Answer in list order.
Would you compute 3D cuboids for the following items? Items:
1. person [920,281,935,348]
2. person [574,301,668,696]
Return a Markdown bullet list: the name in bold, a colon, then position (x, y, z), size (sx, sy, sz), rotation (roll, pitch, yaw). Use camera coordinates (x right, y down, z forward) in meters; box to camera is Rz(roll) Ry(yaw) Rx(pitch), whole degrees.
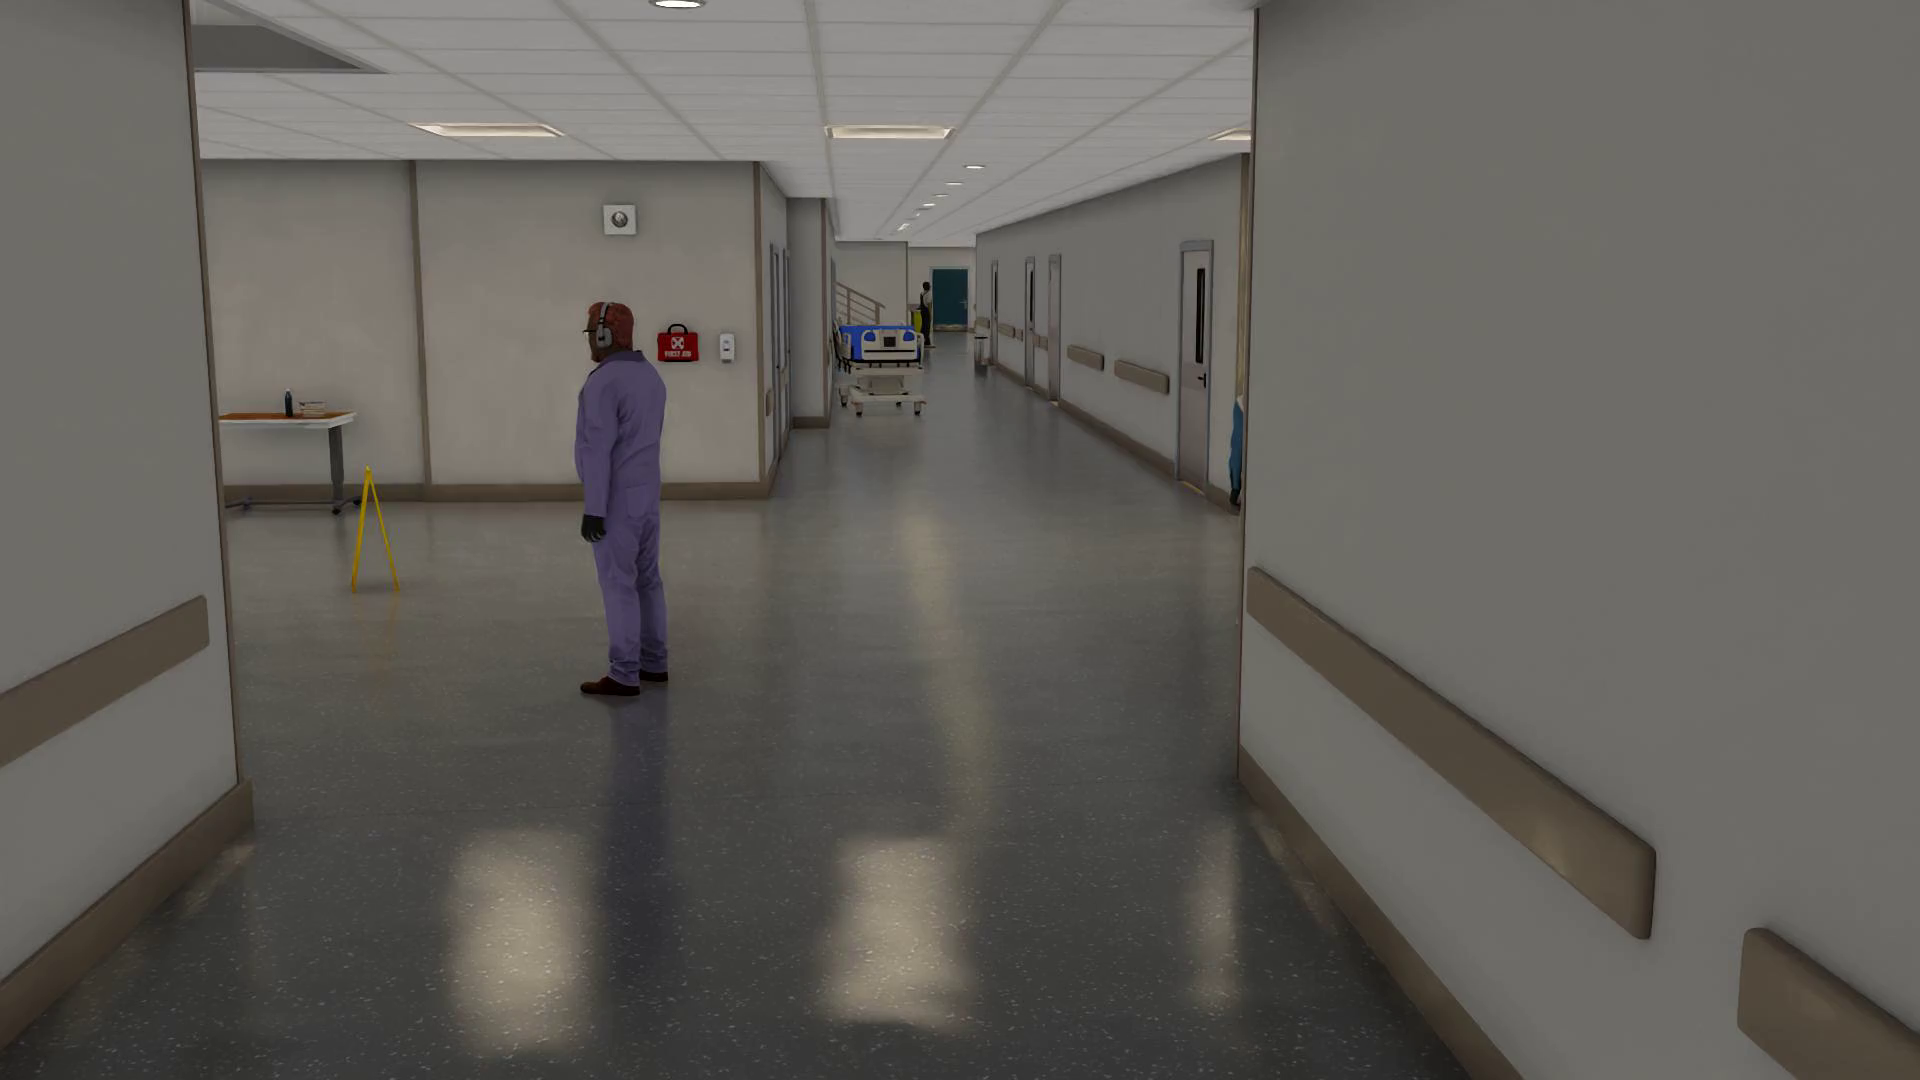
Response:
- **person**: position (-0.926, -6.268, 46.313), size (0.339, 1.846, 0.514), rotation (-6, 11, -31)
- **person**: position (-1.661, -0.200, 8.079), size (0.398, 1.900, 0.635), rotation (2, 9, 13)
